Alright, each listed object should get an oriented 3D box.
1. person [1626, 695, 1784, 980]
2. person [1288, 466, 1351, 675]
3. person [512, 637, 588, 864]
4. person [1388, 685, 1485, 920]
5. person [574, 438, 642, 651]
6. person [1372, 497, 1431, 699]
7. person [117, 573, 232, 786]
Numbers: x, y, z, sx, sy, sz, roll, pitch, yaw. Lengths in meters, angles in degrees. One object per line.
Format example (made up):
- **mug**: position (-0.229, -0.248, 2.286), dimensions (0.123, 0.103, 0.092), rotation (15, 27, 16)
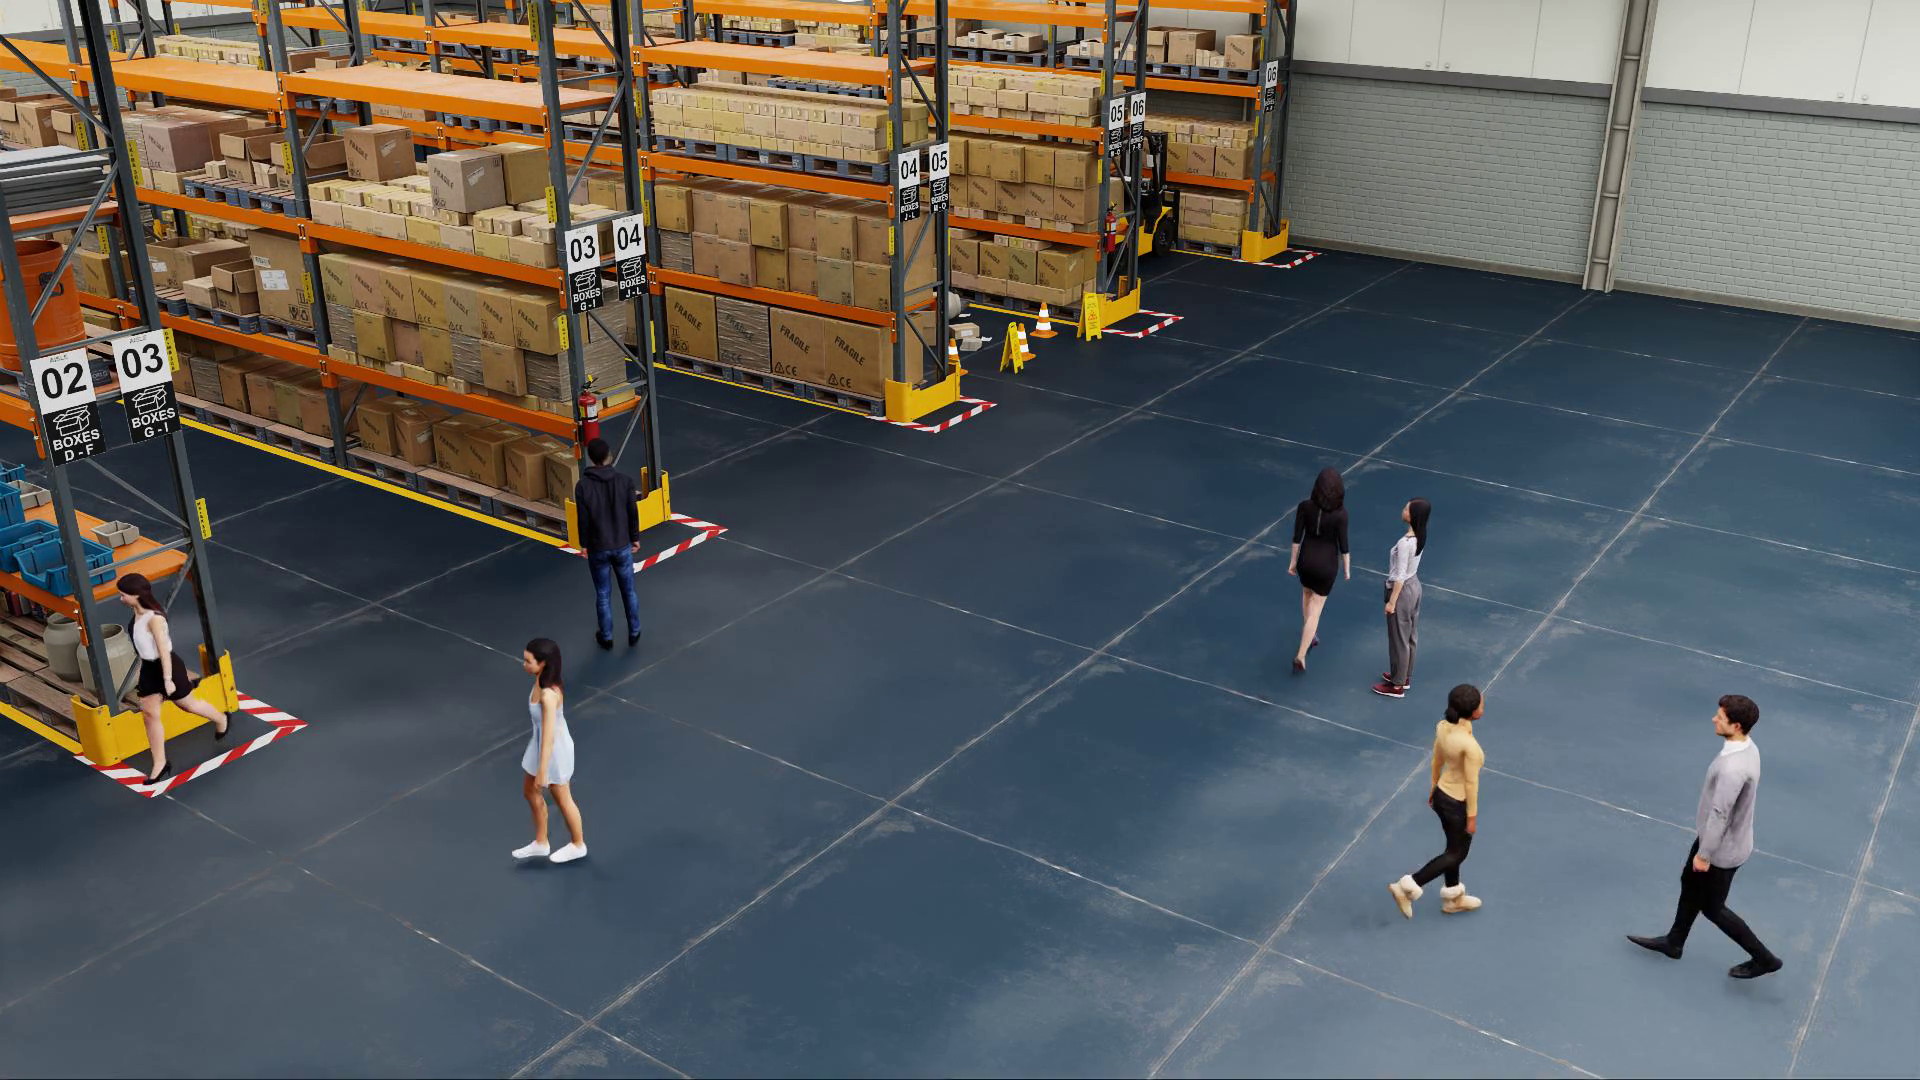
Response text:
- **person**: position (4.682, 1.841, 10.026), dimensions (1.180, 1.894, 0.878), rotation (13, 26, 27)
- **person**: position (2.921, 0.304, 13.797), dimensions (0.840, 1.772, 0.680), rotation (15, 27, 31)
- **person**: position (-2.676, 1.421, 11.239), dimensions (0.866, 1.719, 0.812), rotation (-9, 25, -20)
- **person**: position (3.091, 1.711, 10.660), dimensions (1.013, 1.638, 0.977), rotation (-4, 23, -10)
- **person**: position (-3.014, 0.036, 14.276), dimensions (0.763, 1.890, 0.769), rotation (-9, 25, -20)
- **person**: position (3.623, 0.452, 13.504), dimensions (0.501, 1.730, 0.590), rotation (15, 27, 32)
- **person**: position (-5.863, 0.985, 12.406), dimensions (0.962, 1.608, 0.631), rotation (14, 27, 30)
